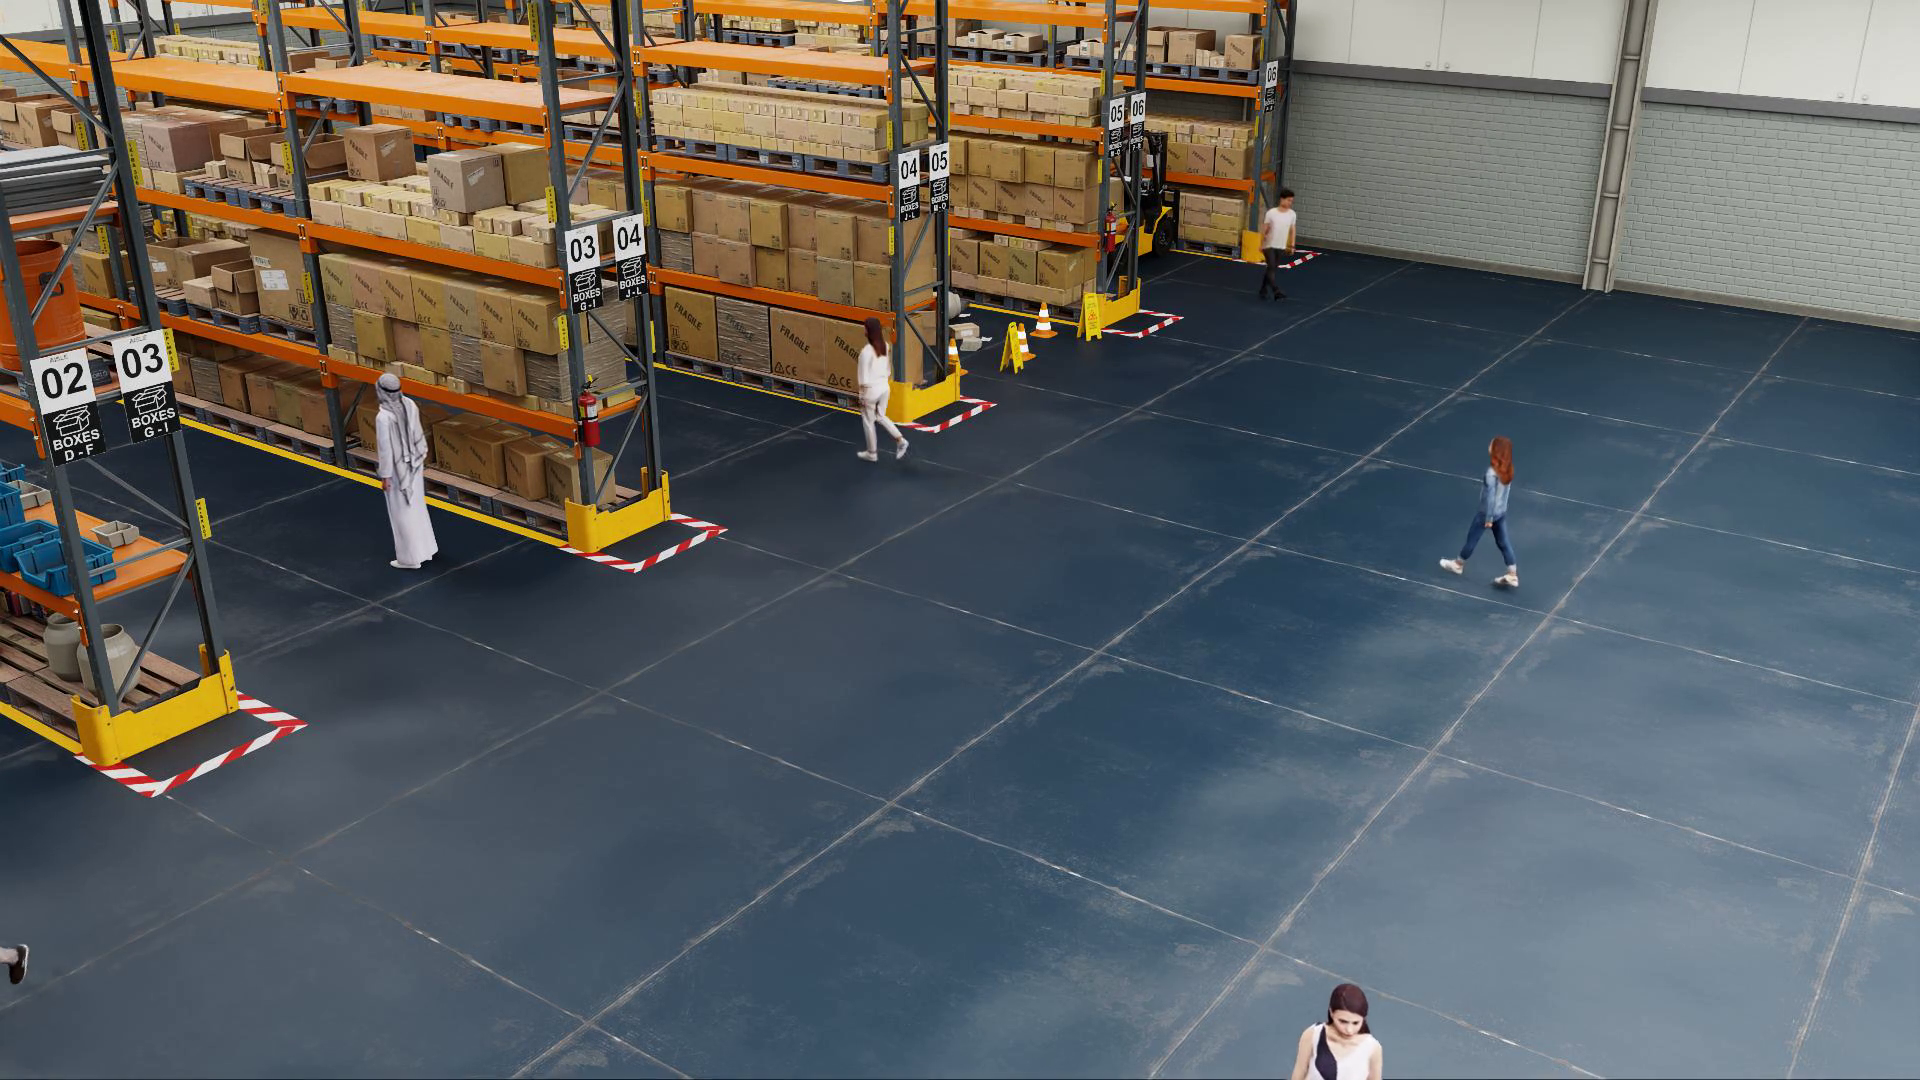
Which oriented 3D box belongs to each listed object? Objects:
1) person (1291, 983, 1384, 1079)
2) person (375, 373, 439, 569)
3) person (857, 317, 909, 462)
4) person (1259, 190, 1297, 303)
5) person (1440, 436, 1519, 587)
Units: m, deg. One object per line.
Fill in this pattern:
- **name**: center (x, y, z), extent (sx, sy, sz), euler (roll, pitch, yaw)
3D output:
- **person**: center (1.800, 2.796, 8.116), extent (0.752, 1.632, 0.805), euler (3, 23, 6)
- **person**: center (-5.331, -0.665, 15.879), extent (0.711, 1.926, 0.755), euler (8, 24, 19)
- **person**: center (-0.889, -1.638, 18.488), extent (0.864, 1.674, 0.602), euler (16, 28, 32)
- **person**: center (4.709, -4.465, 25.137), extent (1.028, 1.673, 1.115), euler (-3, 23, -7)
- **person**: center (5.035, -0.236, 15.494), extent (1.043, 1.438, 0.685), euler (21, 31, 40)
